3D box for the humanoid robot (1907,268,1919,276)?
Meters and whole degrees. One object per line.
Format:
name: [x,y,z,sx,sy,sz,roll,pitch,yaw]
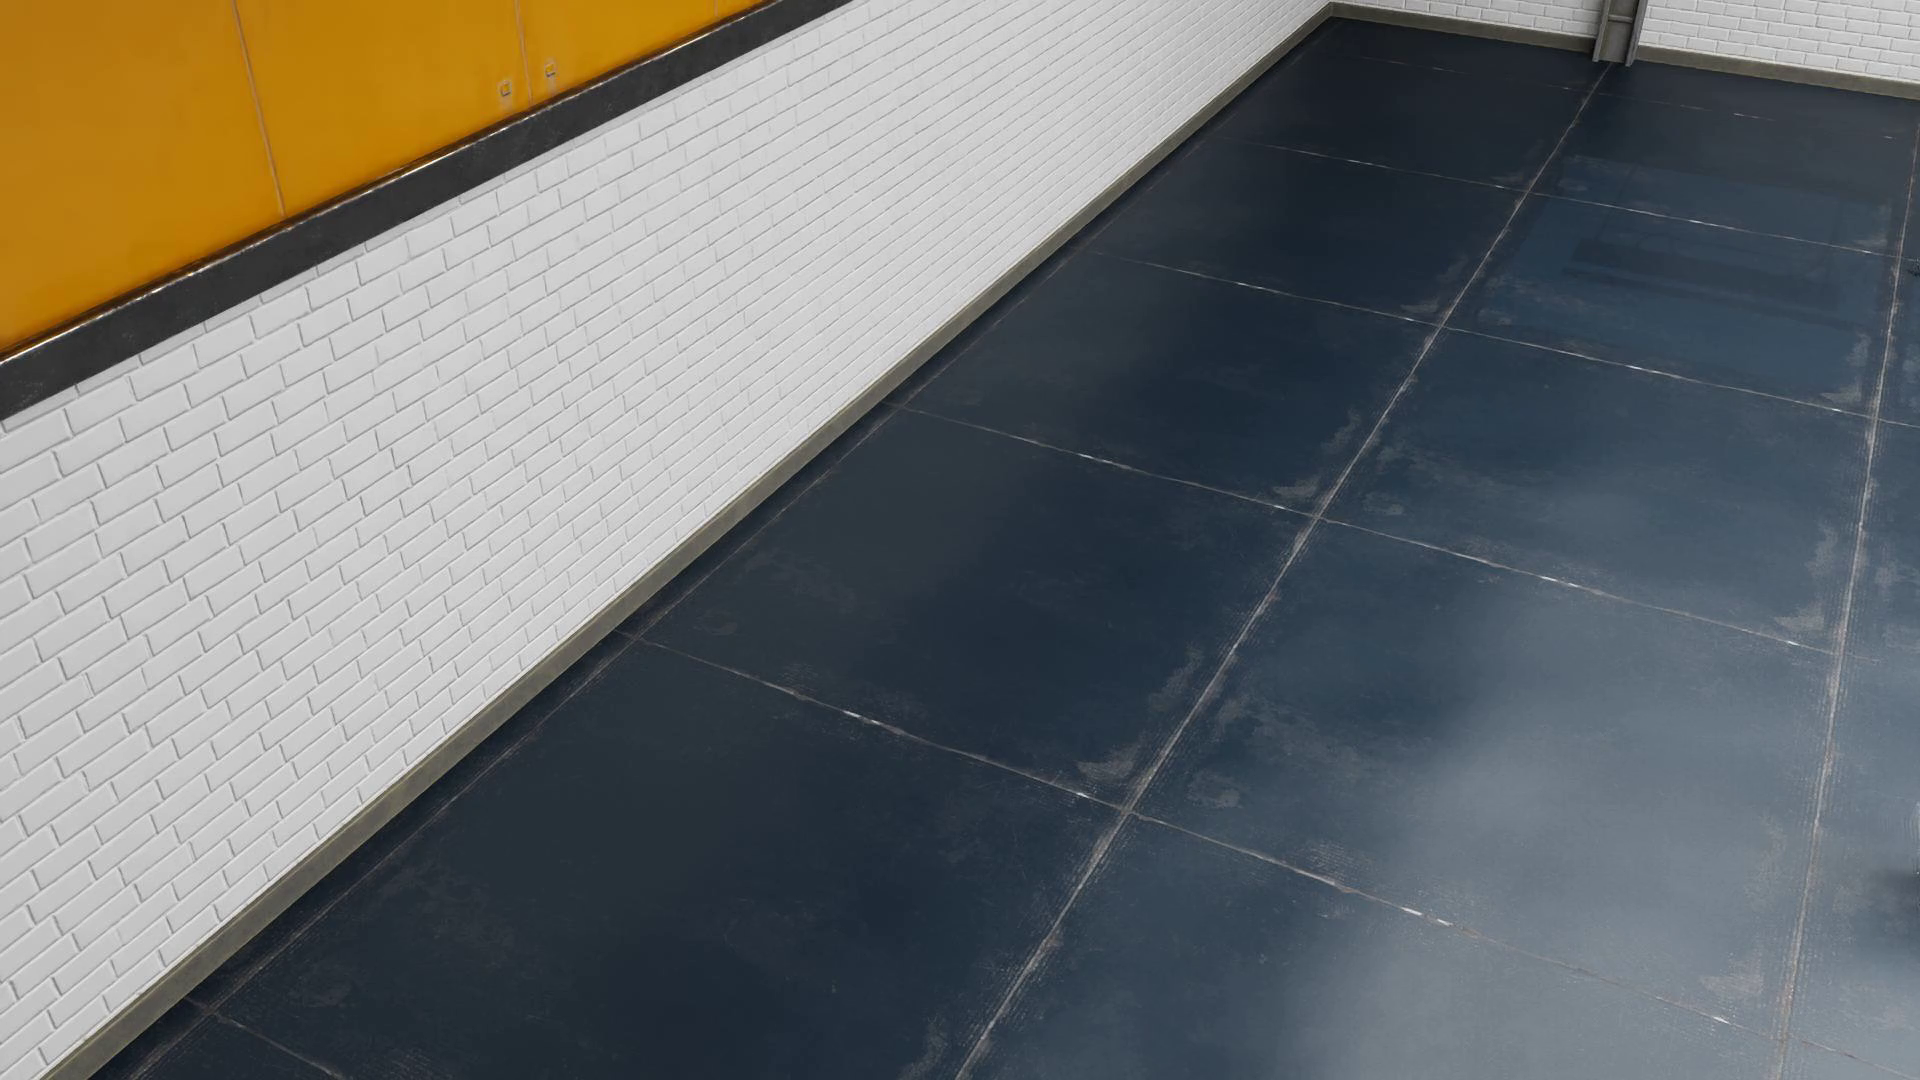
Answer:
humanoid robot: [7.850,-2.657,12.717,0.589,1.649,0.730,-24,41,-31]
